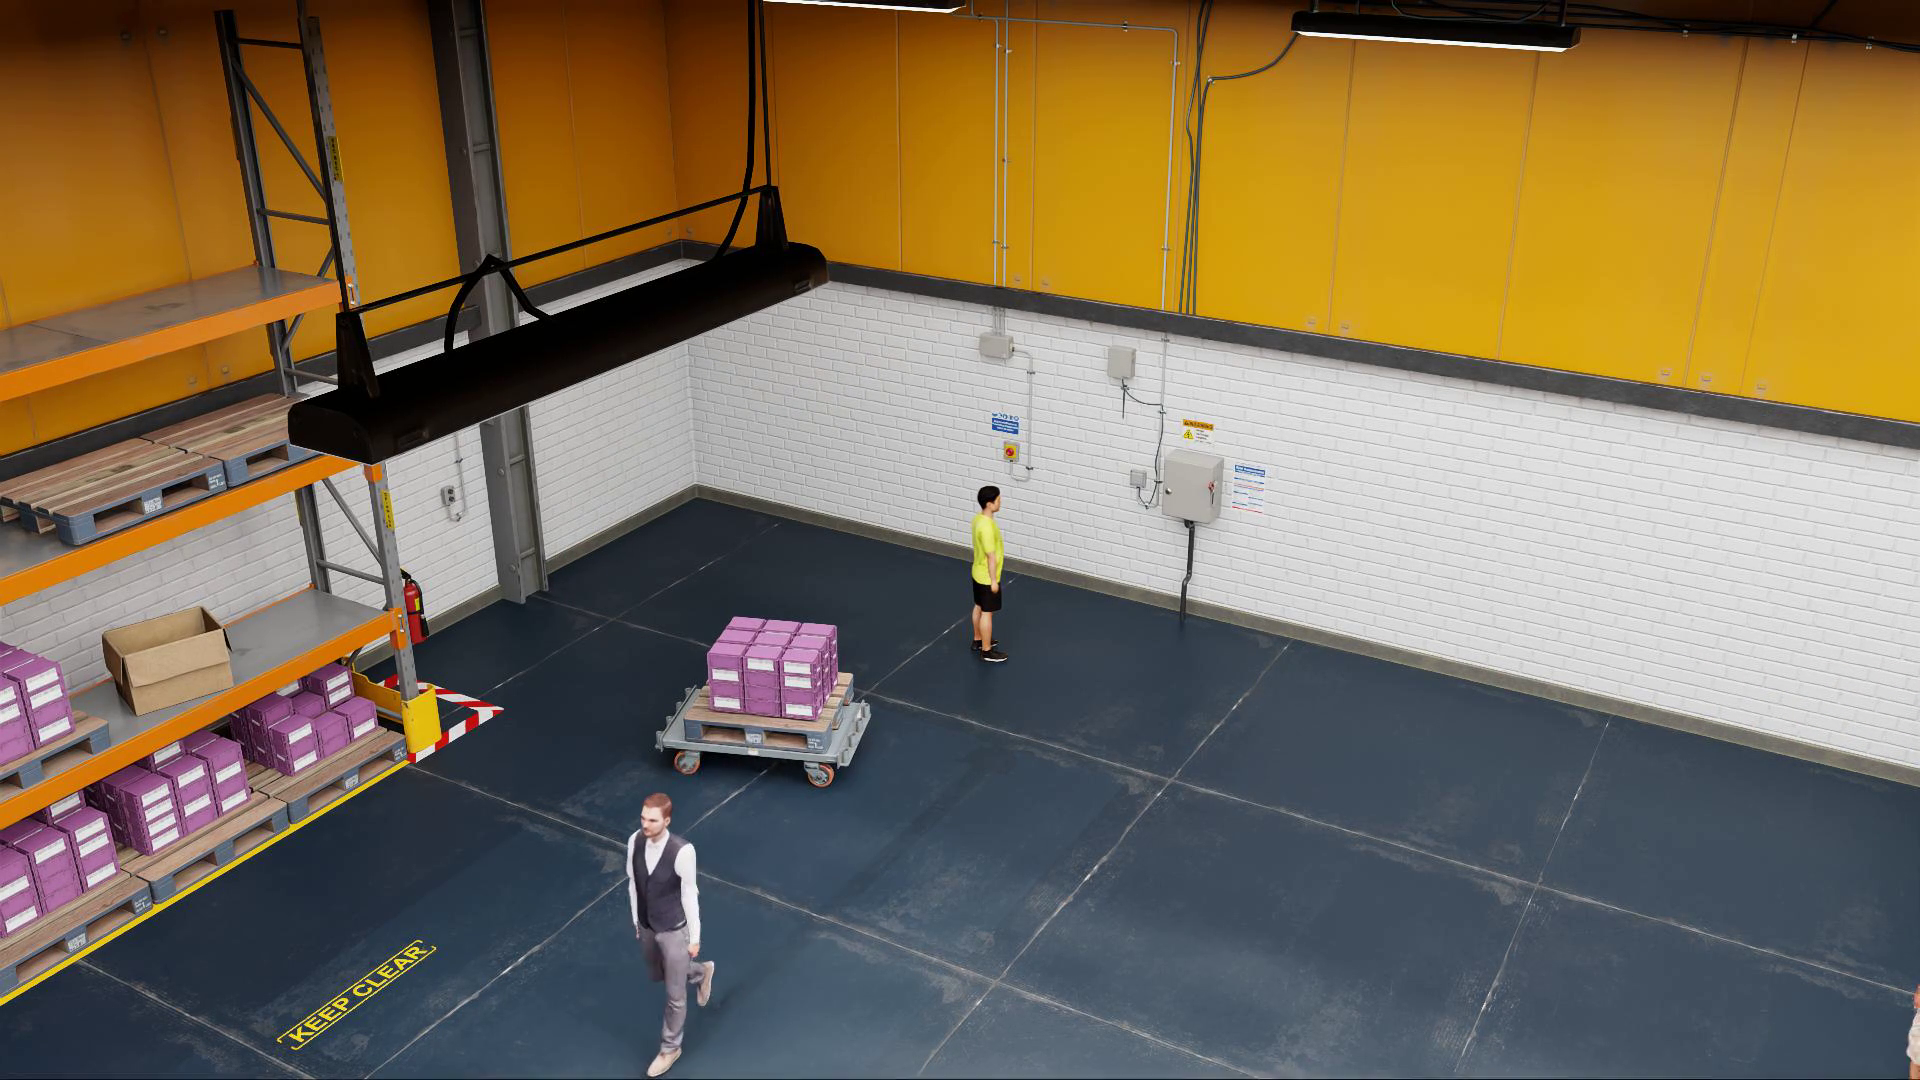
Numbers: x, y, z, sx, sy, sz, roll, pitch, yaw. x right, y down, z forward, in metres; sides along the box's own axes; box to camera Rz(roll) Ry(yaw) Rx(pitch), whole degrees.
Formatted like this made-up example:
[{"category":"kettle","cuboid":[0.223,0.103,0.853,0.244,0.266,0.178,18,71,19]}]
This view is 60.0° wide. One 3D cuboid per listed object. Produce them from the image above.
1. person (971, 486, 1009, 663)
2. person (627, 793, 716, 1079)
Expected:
[{"category":"person","cuboid":[0.244,0.297,15.505,0.752,1.708,0.690,-6,24,-13]},{"category":"person","cuboid":[-1.790,2.384,10.470,0.666,1.917,1.030,12,26,25]}]
